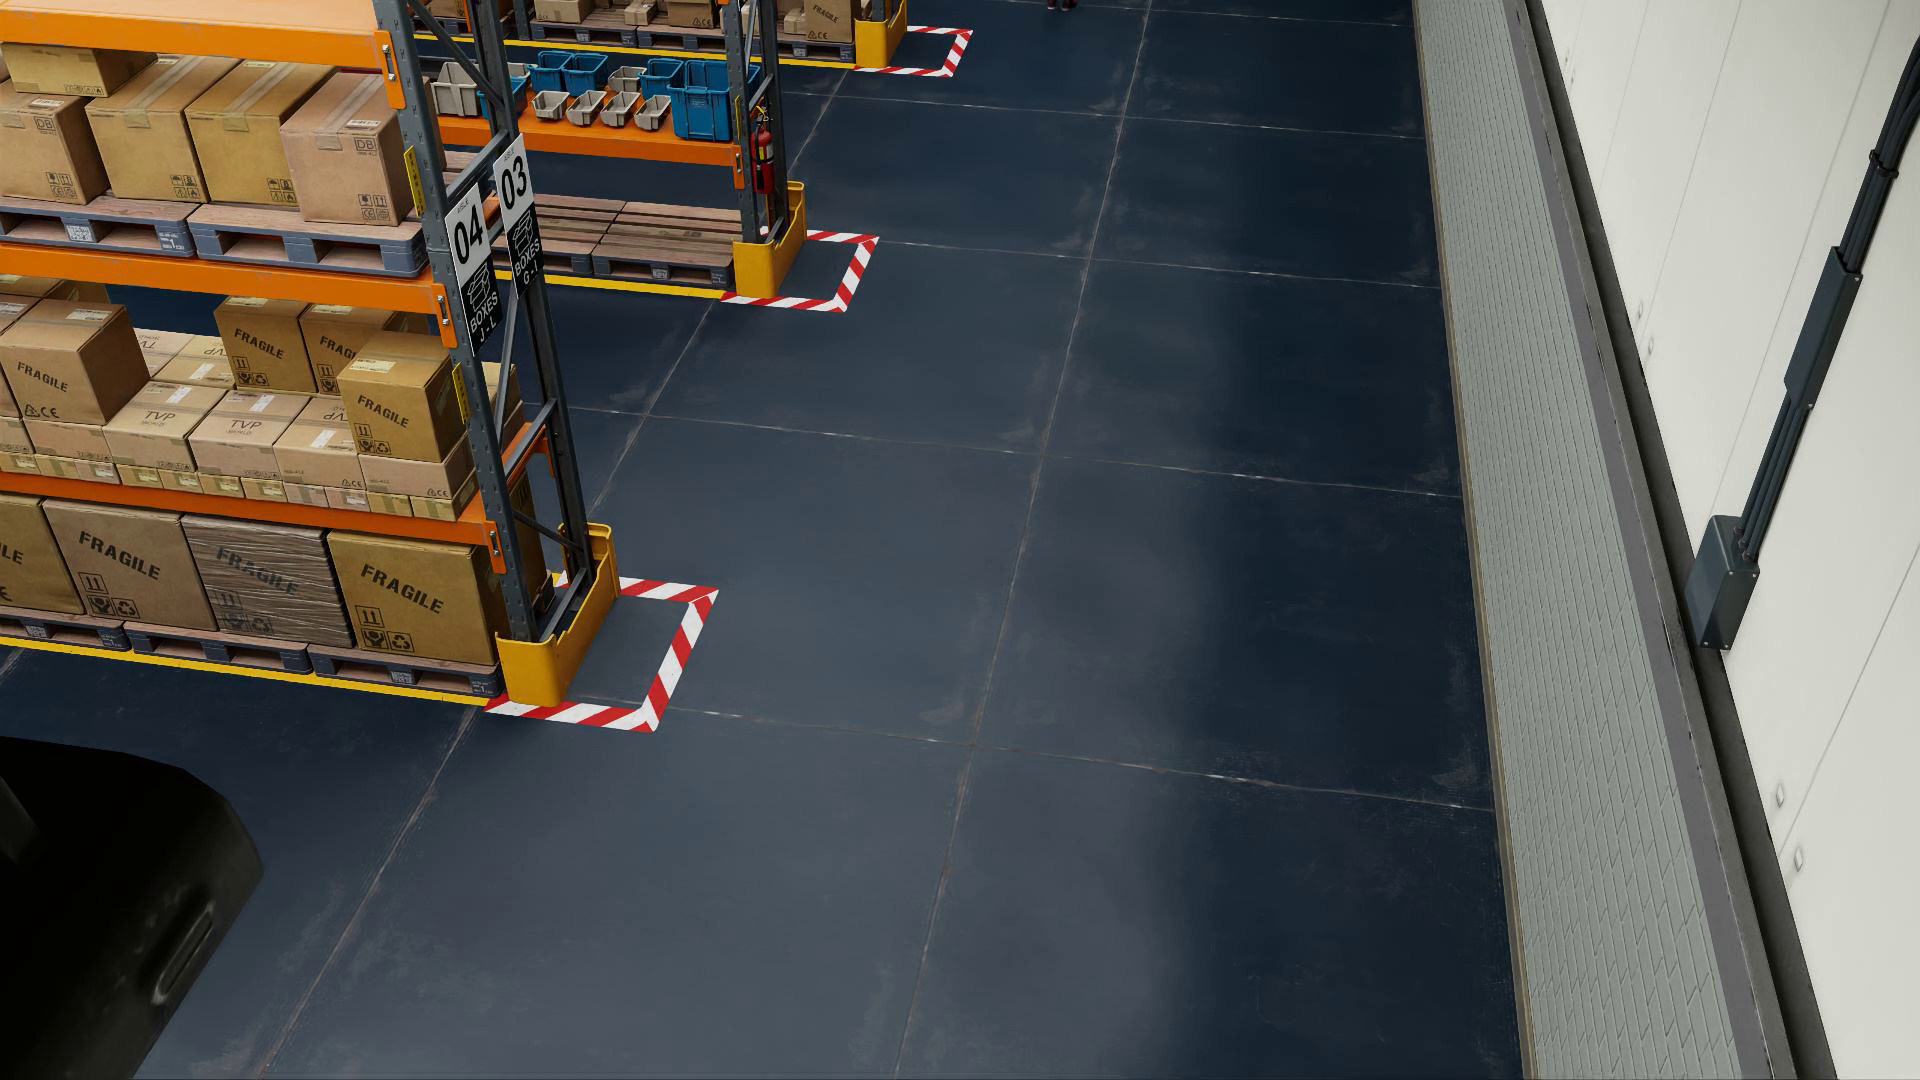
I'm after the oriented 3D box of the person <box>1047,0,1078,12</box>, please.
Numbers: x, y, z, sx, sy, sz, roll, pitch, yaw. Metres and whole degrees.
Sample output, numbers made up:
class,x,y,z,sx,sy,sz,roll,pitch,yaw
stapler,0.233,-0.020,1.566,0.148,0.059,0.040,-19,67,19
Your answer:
class,x,y,z,sx,sy,sz,roll,pitch,yaw
person,1.129,-6.794,18.551,0.500,1.734,0.682,12,40,14
